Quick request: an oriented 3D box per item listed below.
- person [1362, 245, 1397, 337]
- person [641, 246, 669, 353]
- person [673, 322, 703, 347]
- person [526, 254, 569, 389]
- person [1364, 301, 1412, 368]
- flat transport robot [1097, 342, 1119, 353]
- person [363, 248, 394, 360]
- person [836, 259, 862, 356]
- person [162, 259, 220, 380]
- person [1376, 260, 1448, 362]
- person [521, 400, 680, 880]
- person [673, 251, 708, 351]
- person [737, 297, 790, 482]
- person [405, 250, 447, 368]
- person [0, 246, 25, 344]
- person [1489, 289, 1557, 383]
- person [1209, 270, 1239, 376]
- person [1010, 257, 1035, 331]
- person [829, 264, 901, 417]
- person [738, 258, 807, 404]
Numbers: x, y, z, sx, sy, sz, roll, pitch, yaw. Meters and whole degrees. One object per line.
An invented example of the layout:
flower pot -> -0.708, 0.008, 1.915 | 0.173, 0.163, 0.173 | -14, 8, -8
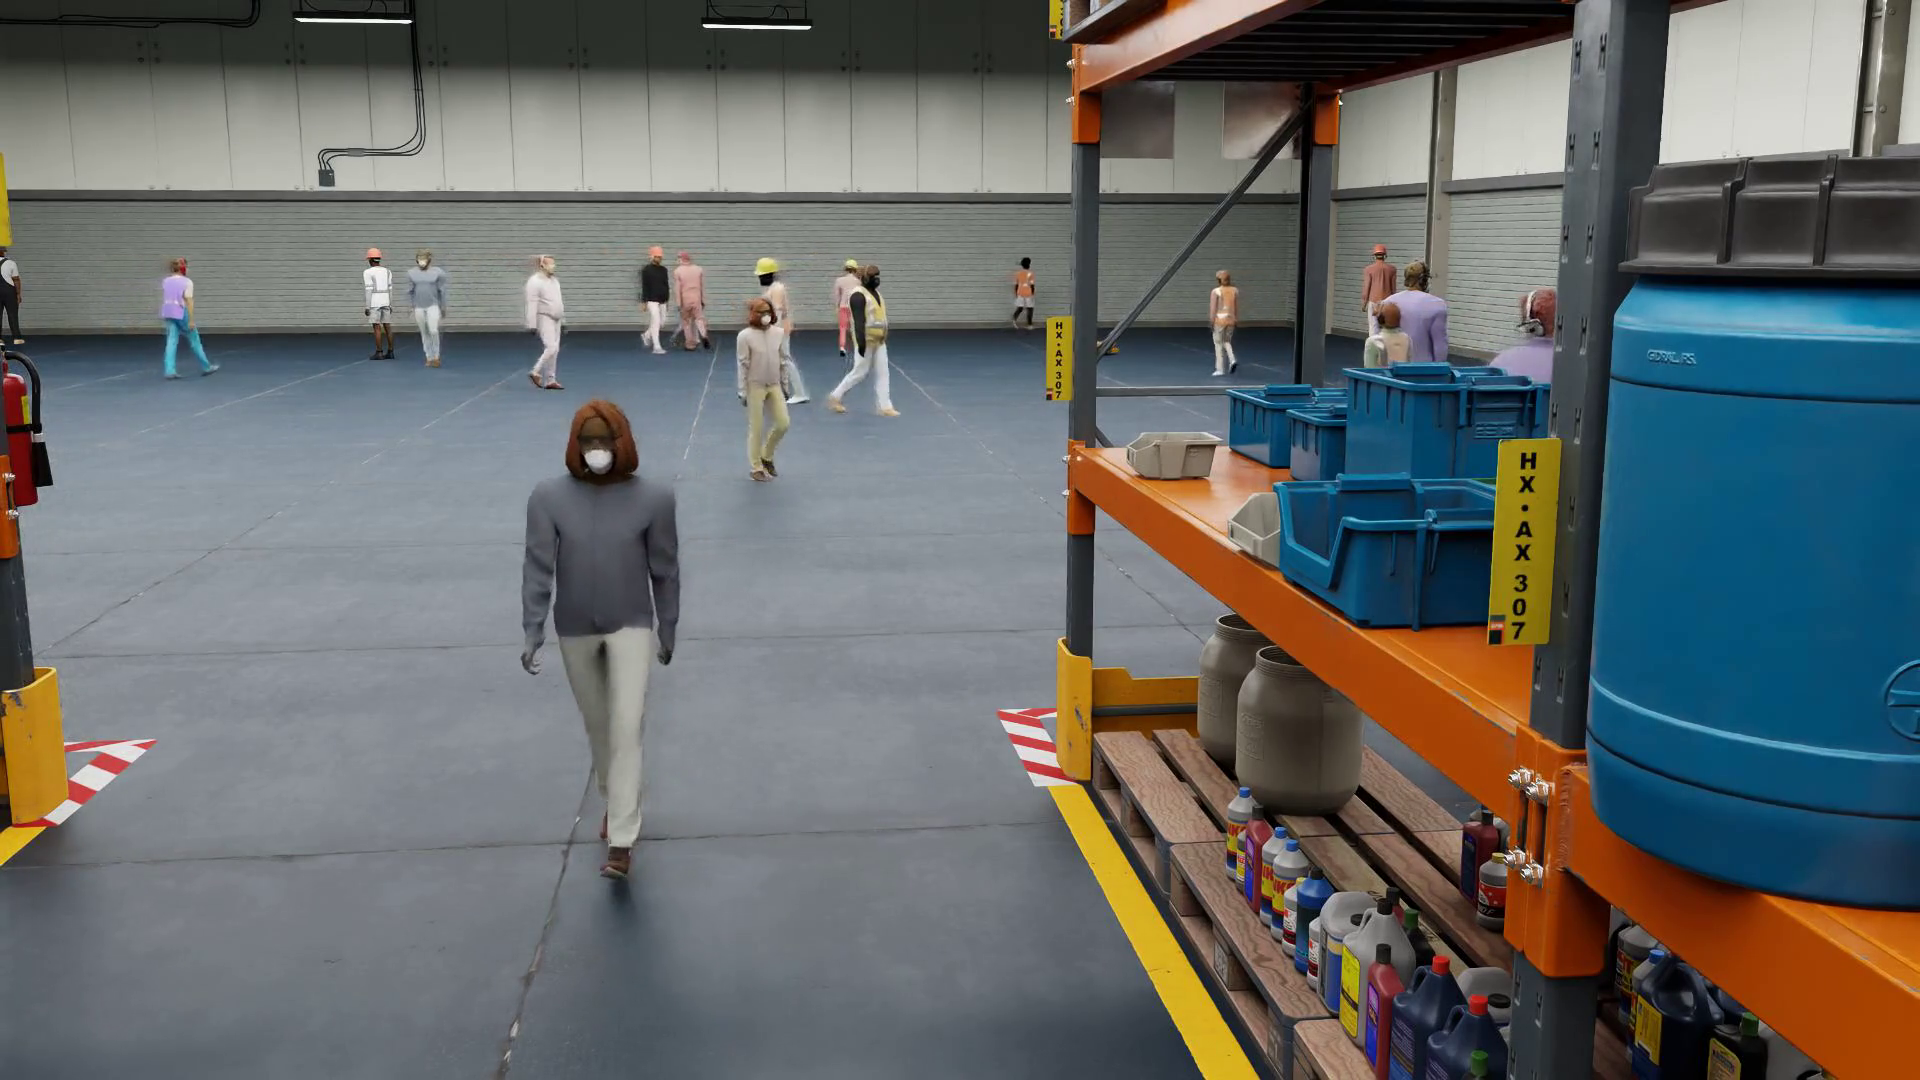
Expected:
person -> 7.461, -4.258, 29.650 | 0.612, 1.991, 0.391 | -1, 10, -7
person -> -5.657, -4.428, 30.658 | 0.687, 1.978, 0.619 | 8, 13, 36
person -> -5.247, -4.537, 32.212 | 0.614, 1.610, 0.507 | 8, 13, 37
person -> -5.722, -3.034, 23.214 | 0.437, 1.891, 0.648 | 3, 11, 14
person -> 3.440, -1.114, 13.436 | 0.522, 1.625, 0.385 | -6, 12, -29
flat transport robot -> 2.255, -3.449, 29.933 | 0.652, 0.197, 1.431 | 6, 12, 31
person -> -10.119, -4.094, 28.898 | 0.379, 1.937, 0.548 | 7, 12, 32
person -> -1.989, -4.172, 29.900 | 0.532, 1.728, 0.876 | 1, 10, 8
person -> -11.710, -3.343, 25.150 | 0.594, 1.792, 0.950 | 4, 11, 20
person -> 3.860, -1.417, 14.233 | 0.627, 1.935, 0.372 | 8, 13, 36
person -> -1.206, 0.330, 5.608 | 0.498, 1.588, 0.863 | 0, 10, -2
person -> -5.035, -4.456, 31.053 | 0.683, 1.876, 0.566 | -8, 13, -36
person -> -1.703, -1.301, 14.459 | 0.523, 1.617, 0.369 | -8, 13, -37
person -> -8.729, -3.762, 27.141 | 0.627, 1.912, 0.757 | -1, 10, -3
person -> -19.067, -4.922, 33.154 | 0.689, 2.000, 0.537 | -2, 11, -11
person -> 2.890, -0.279, 8.154 | 0.665, 1.885, 0.428 | 2, 11, 12
person -> 4.045, -3.324, 25.531 | 0.539, 1.624, 0.373 | -5, 12, -27
person -> 1.445, -5.577, 37.754 | 0.537, 1.676, 0.688 | 7, 13, 34
person -> -1.137, -2.369, 19.800 | 0.846, 1.820, 0.627 | 5, 12, 27
person -> -2.366, -2.625, 21.050 | 0.965, 1.862, 0.603 | -5, 11, -23
